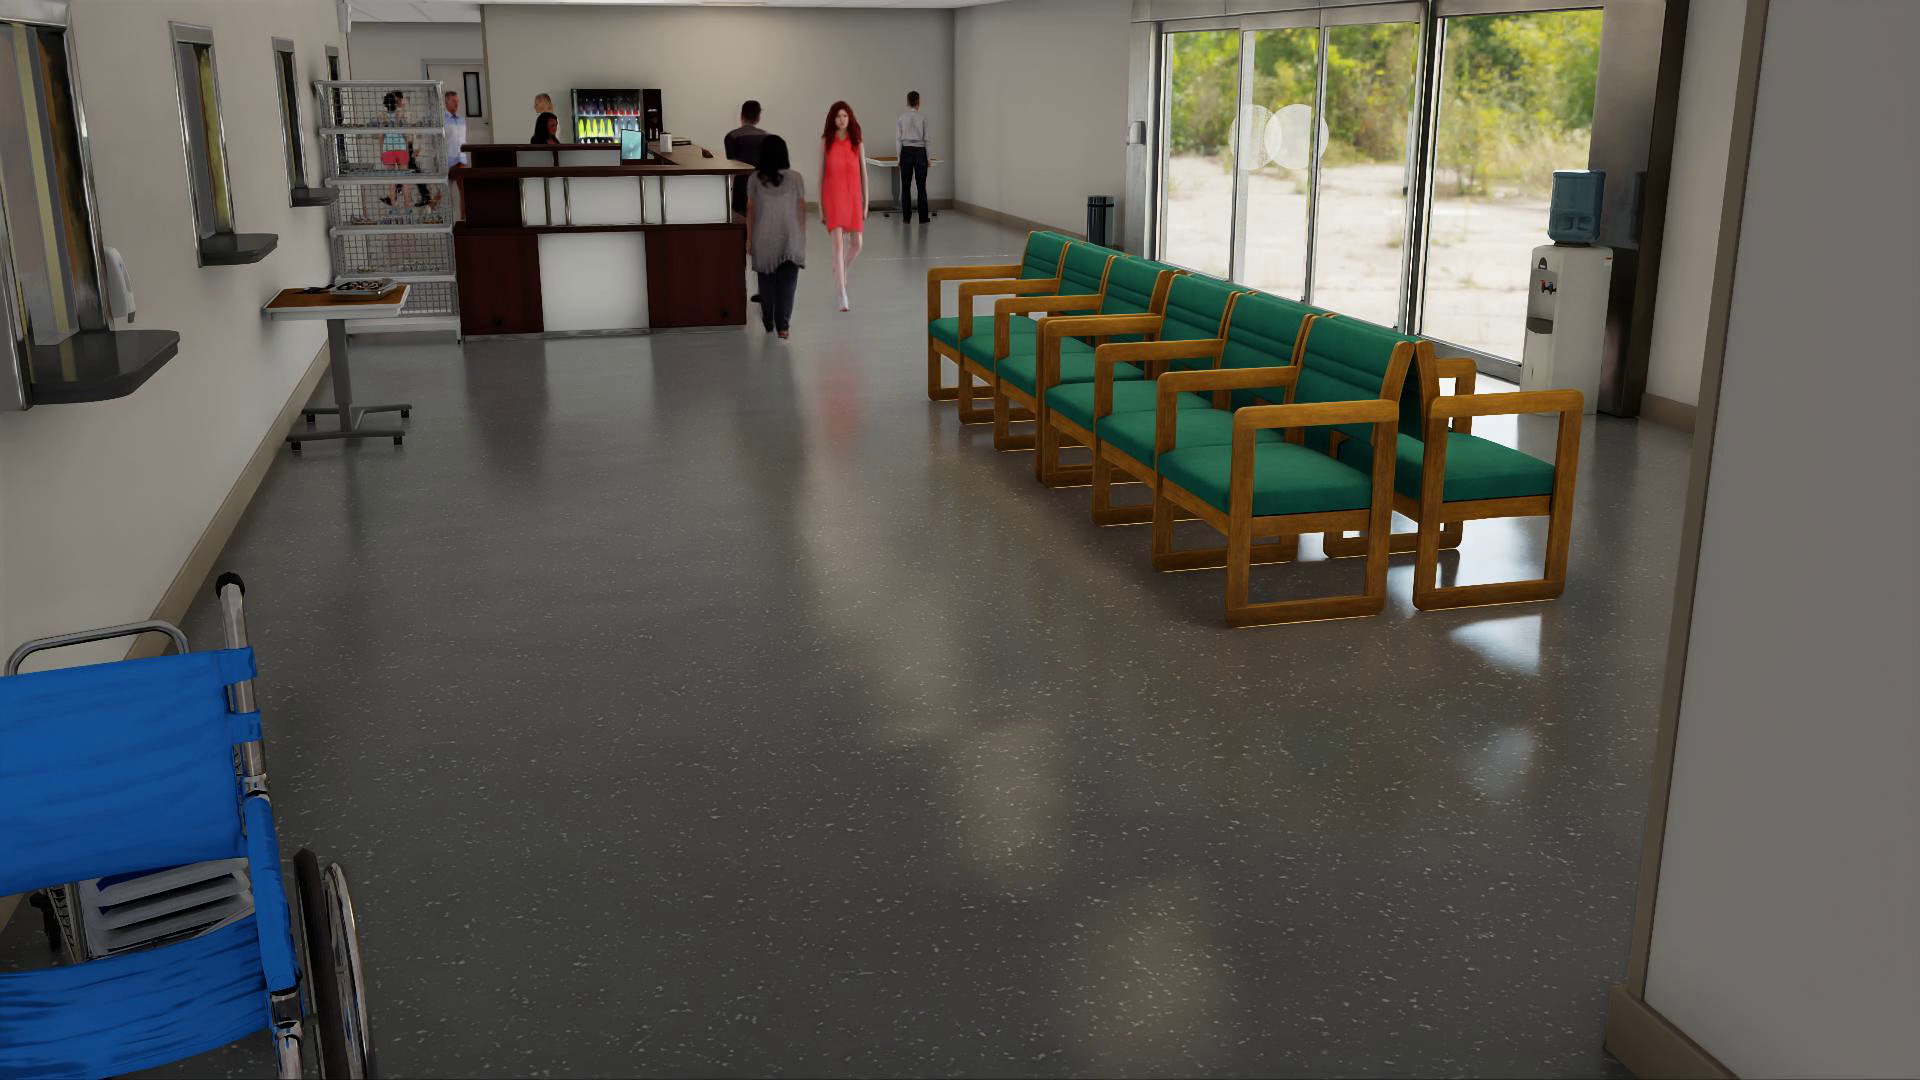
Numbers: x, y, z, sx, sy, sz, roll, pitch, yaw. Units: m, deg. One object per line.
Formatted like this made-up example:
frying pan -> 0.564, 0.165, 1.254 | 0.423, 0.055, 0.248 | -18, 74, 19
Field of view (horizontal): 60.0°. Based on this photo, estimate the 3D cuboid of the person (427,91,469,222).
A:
person -> -6.867, -5.075, 22.310 | 1.143, 1.806, 1.114 | 10, 19, 32

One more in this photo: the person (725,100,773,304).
person -> -1.855, -3.019, 15.034 | 1.063, 1.797, 1.008 | -13, 20, -38

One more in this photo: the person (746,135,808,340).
person -> -1.423, -2.323, 12.994 | 1.083, 1.565, 0.871 | -1, 16, -2

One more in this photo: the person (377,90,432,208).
person -> -8.520, -6.022, 25.758 | 1.076, 1.758, 1.270 | 14, 21, 40

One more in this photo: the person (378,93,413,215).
person -> -8.444, -5.771, 24.856 | 0.570, 1.765, 0.669 | -6, 17, -22

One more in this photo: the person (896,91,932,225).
person -> -0.652, -5.382, 23.383 | 0.622, 1.816, 0.777 | 1, 16, 4

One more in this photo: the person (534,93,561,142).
person -> -4.900, -4.518, 20.325 | 0.982, 1.811, 0.856 | 5, 16, 17

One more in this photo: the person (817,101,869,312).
person -> -1.060, -2.958, 14.799 | 0.895, 1.809, 0.667 | -4, 16, -13

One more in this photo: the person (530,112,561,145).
person -> -4.899, -4.241, 19.707 | 0.773, 1.614, 0.748 | 4, 16, 12
